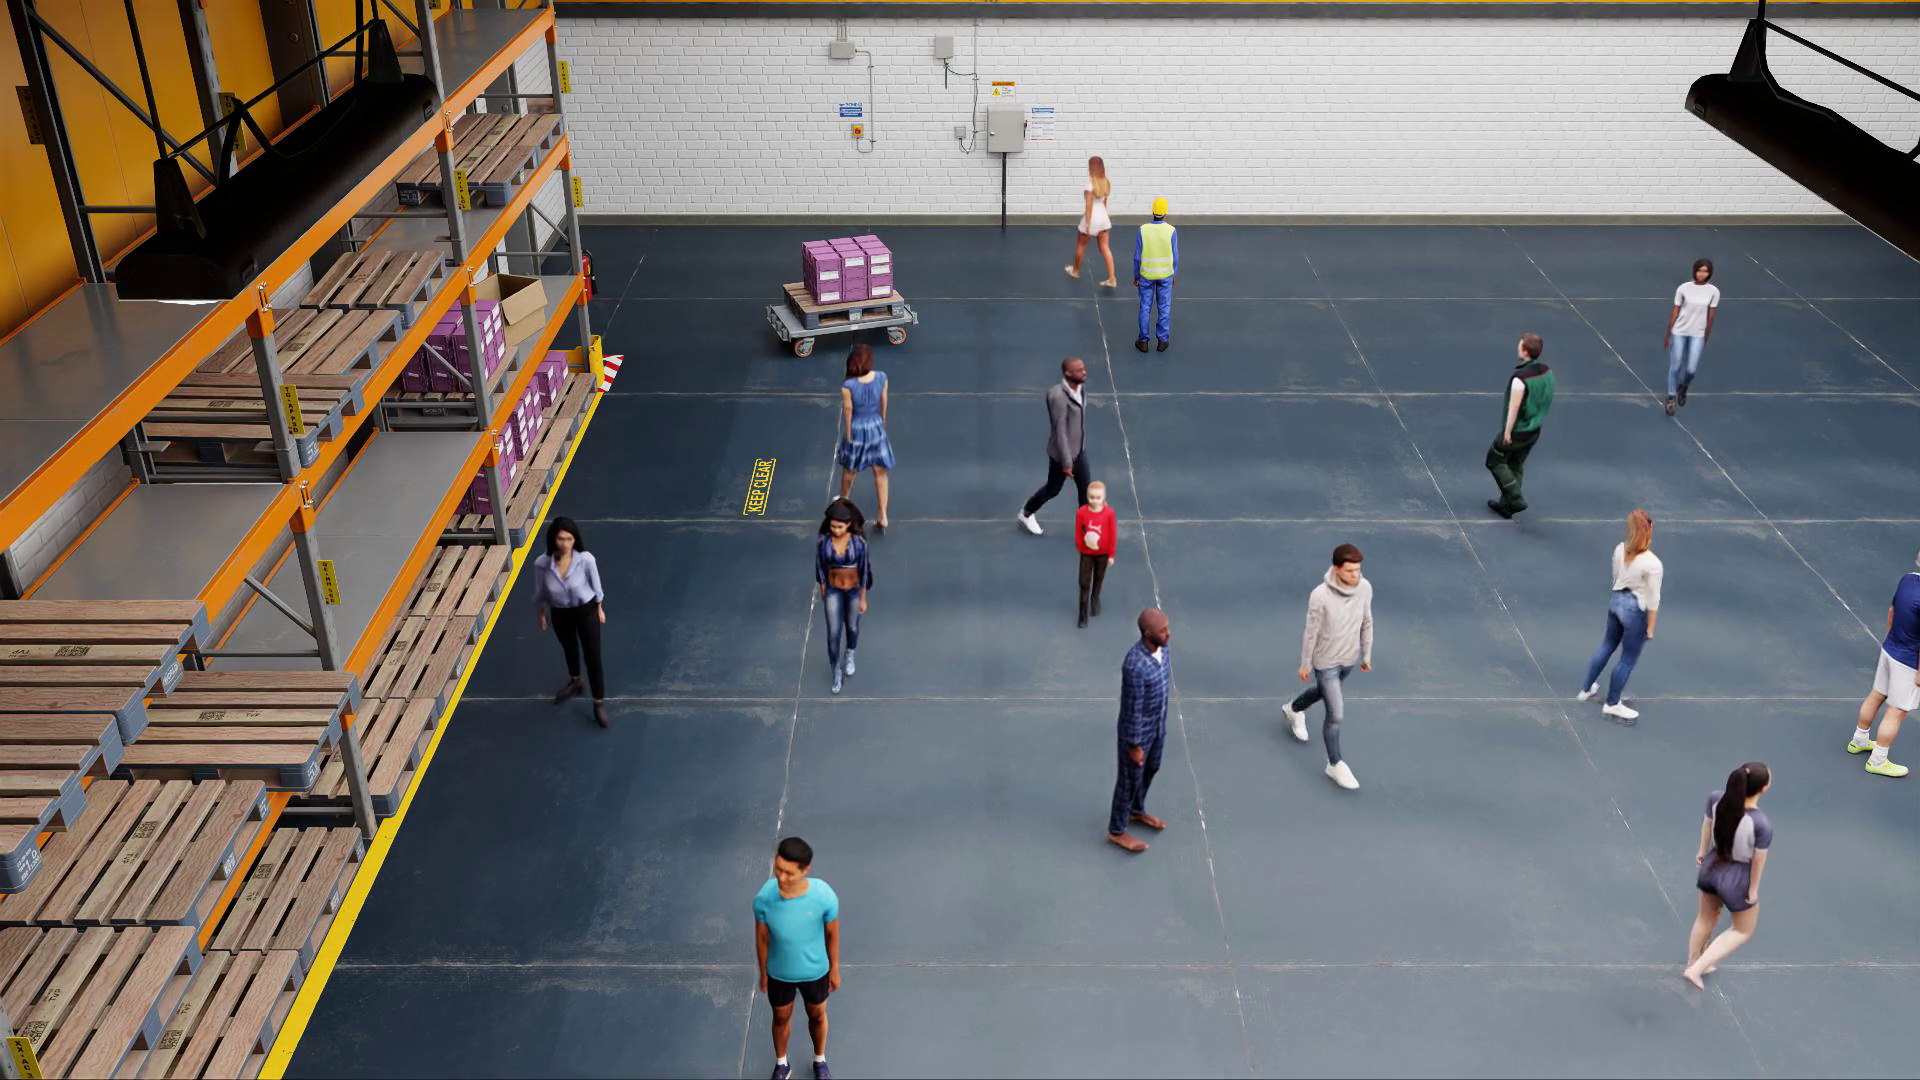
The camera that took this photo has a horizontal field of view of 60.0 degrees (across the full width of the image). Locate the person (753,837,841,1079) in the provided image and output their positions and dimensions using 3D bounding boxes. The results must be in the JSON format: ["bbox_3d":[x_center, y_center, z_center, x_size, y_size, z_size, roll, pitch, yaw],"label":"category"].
[{"bbox_3d":[-0.903,2.364,9.250,0.606,1.775,0.504,0,29,-1],"label":"person"}]

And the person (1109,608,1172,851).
[{"bbox_3d":[1.225,1.246,11.259,0.820,1.813,0.720,18,34,30],"label":"person"}]

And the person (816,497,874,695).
[{"bbox_3d":[-0.896,0.375,13.078,0.602,1.602,0.729,-1,29,-1],"label":"person"}]

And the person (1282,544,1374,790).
[{"bbox_3d":[2.657,0.813,12.049,1.044,1.817,1.317,-13,31,-23],"label":"person"}]

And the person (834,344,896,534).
[{"bbox_3d":[-0.821,-0.877,15.202,0.944,1.765,1.126,-15,32,-25],"label":"person"}]

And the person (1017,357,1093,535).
[{"bbox_3d":[0.879,-0.806,15.047,1.187,1.790,1.208,19,34,31],"label":"person"}]

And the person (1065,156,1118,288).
[{"bbox_3d":[1.771,-3.971,20.997,1.044,1.649,1.187,-21,35,-34],"label":"person"}]

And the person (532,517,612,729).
[{"bbox_3d":[-2.945,0.557,12.618,0.671,1.721,0.789,2,29,4],"label":"person"}]

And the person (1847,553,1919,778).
[{"bbox_3d":[6.815,0.837,11.985,0.692,1.837,0.468,0,29,-1],"label":"person"}]

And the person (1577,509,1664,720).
[{"bbox_3d":[5.076,0.576,12.594,0.784,1.712,0.605,0,29,-1],"label":"person"}]

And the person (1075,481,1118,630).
[{"bbox_3d":[1.142,0.067,14.003,0.507,1.257,0.814,1,29,2],"label":"person"}]

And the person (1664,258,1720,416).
[{"bbox_3d":[7.706,-2.173,17.637,0.707,1.708,0.769,10,30,17],"label":"person"}]

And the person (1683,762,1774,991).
[{"bbox_3d":[4.538,2.056,9.959,0.788,1.637,0.708,-12,31,-22],"label":"person"}]

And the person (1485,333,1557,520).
[{"bbox_3d":[5.225,-1.003,15.369,0.831,1.827,0.881,-17,33,-28],"label":"person"}]

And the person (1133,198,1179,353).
[{"bbox_3d":[2.247,-3.060,19.154,0.655,1.813,0.549,0,29,0],"label":"person"}]
